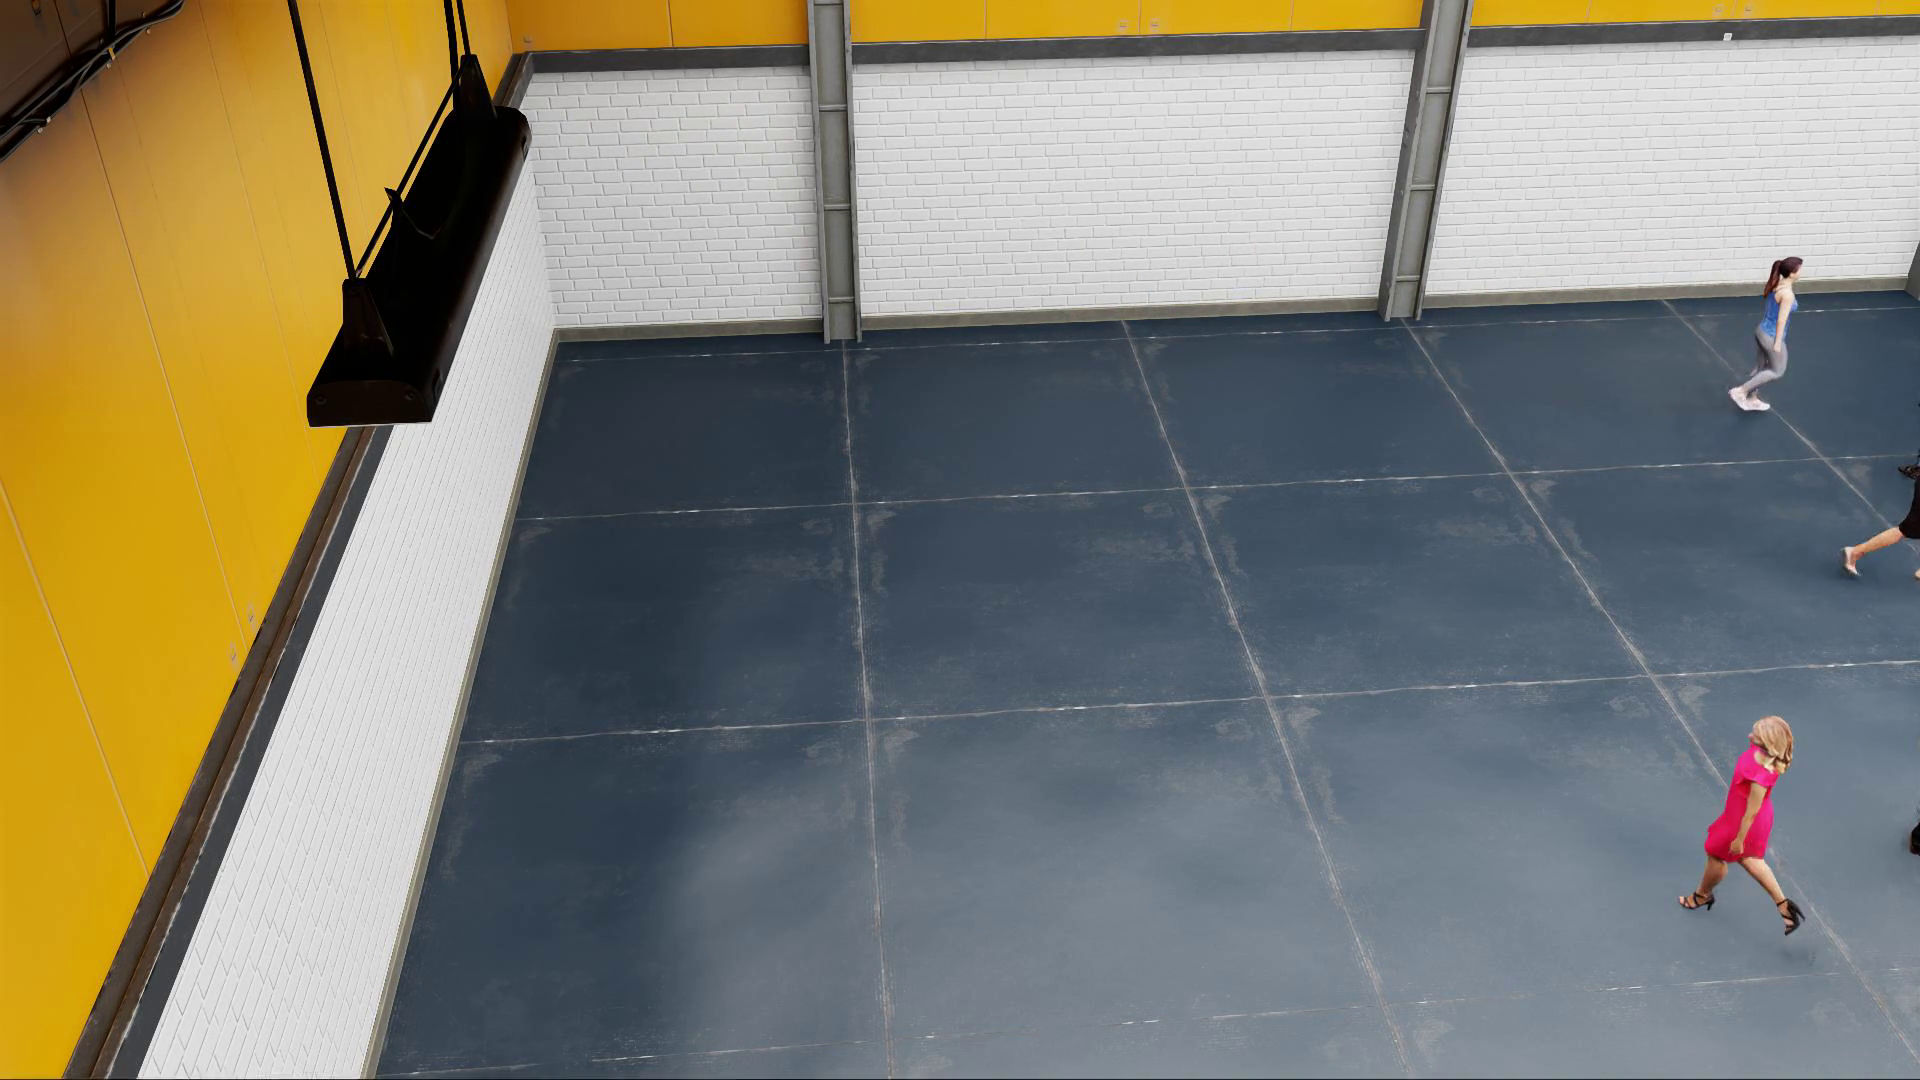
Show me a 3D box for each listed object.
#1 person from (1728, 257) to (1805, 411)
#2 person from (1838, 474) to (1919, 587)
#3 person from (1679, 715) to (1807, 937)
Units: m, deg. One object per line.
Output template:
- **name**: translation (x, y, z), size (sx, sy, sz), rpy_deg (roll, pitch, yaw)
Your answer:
- **person**: translation (7.620, -1.928, 15.751), size (0.716, 1.605, 0.630), rpy_deg (3, 34, 5)
- **person**: translation (7.631, -0.358, 13.283), size (1.179, 1.722, 0.983), rpy_deg (15, 36, 21)
- **person**: translation (4.887, 1.750, 10.134), size (1.028, 1.696, 0.935), rpy_deg (22, 39, 29)
